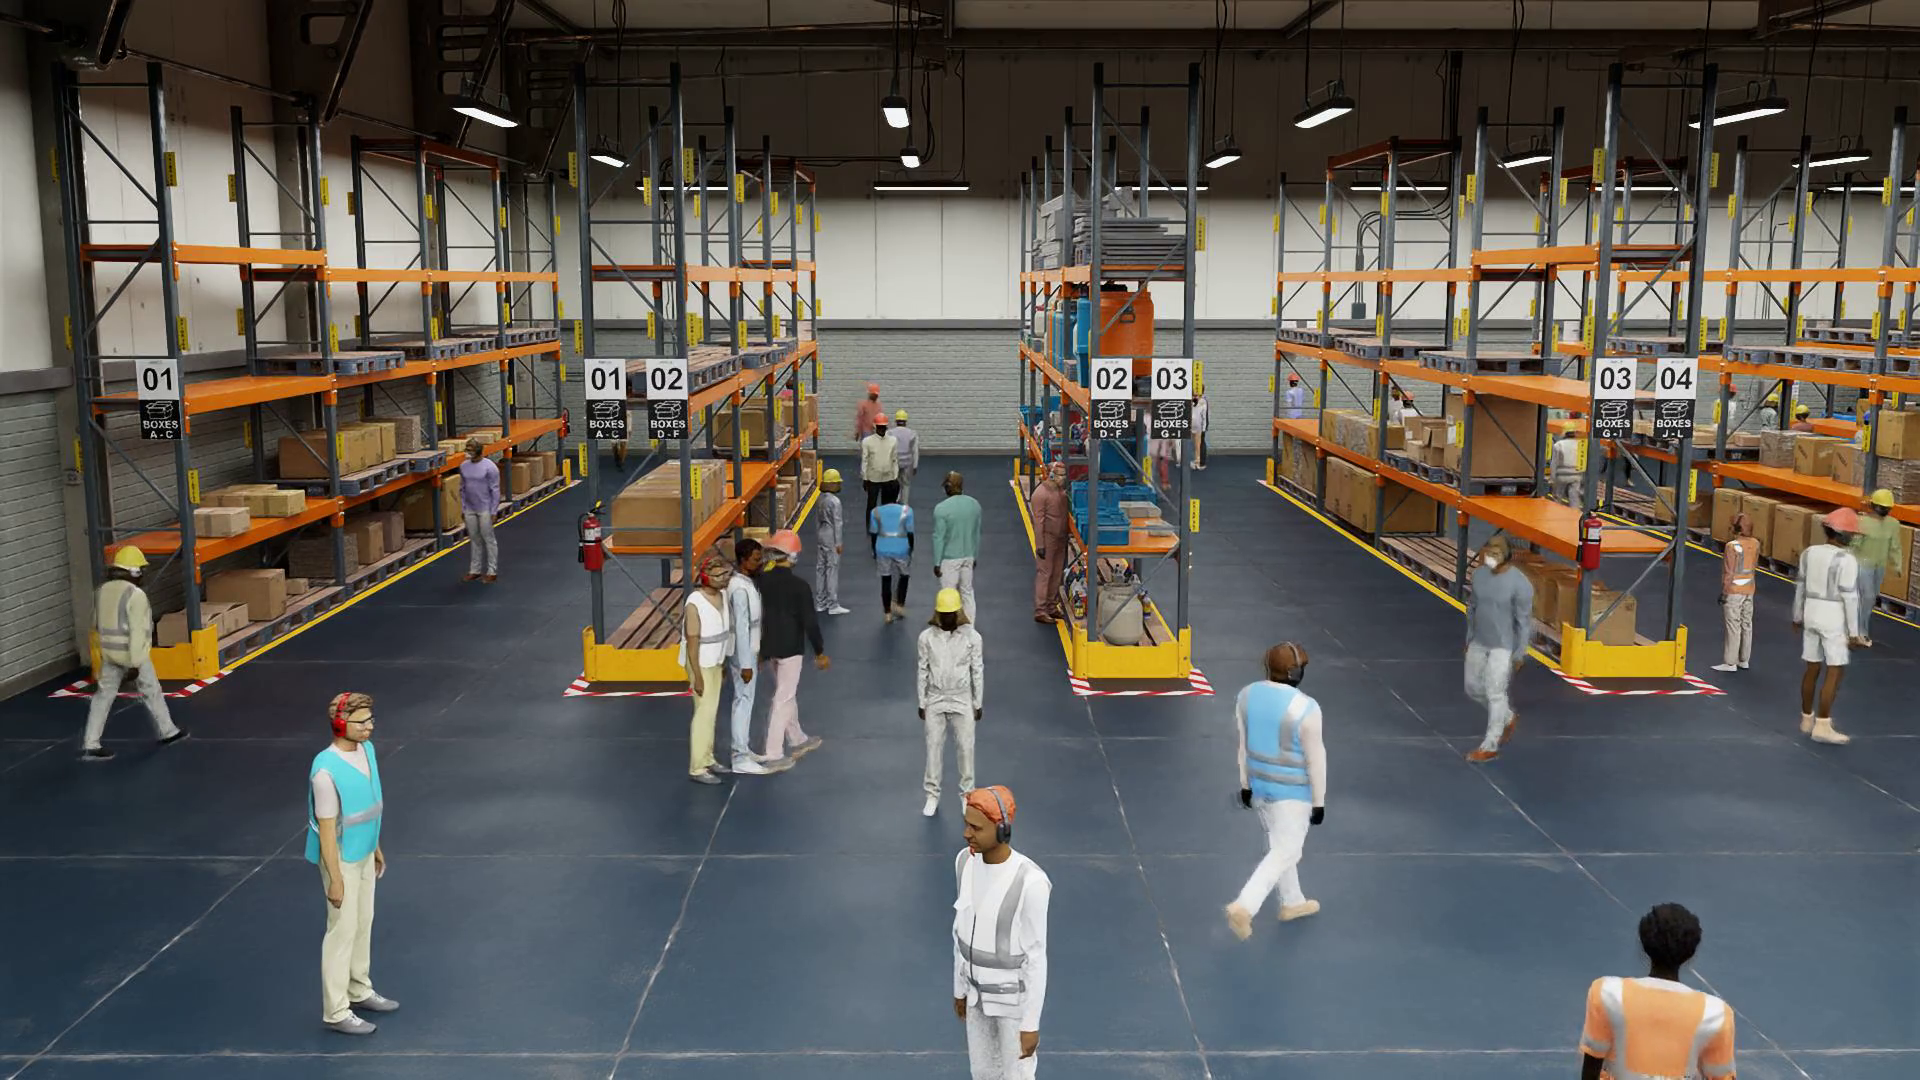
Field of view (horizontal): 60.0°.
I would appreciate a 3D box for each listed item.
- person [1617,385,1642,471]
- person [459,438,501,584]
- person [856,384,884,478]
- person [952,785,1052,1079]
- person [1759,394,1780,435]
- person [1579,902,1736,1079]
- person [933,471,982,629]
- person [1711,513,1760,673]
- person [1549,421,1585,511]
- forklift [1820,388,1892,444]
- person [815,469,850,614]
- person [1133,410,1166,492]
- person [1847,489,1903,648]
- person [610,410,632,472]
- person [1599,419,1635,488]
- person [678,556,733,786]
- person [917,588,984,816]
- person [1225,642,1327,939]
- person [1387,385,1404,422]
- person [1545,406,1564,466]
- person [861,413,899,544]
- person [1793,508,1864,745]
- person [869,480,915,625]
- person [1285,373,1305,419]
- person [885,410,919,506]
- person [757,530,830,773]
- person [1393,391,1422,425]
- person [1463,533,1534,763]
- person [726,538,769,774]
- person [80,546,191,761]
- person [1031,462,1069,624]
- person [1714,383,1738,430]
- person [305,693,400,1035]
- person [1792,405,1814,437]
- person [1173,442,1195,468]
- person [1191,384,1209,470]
[{"bbox_3d":[14.085,-2.368,34.939,0.546,1.867,0.323,-2,9,-14],"label":"person"},{"bbox_3d":[-6.340,-0.385,21.956,0.629,1.937,0.377,4,10,26],"label":"person"},{"bbox_3d":[-1.737,-2.164,33.403,0.628,1.928,1.046,-9,12,-44],"label":"person"},{"bbox_3d":[0.161,1.957,7.092,0.356,1.879,0.576,-7,11,-37],"label":"person"},{"bbox_3d":[16.338,-2.088,33.580,0.324,1.730,0.491,0,9,-3],"label":"person"},{"bbox_3d":[2.597,2.182,6.233,0.549,1.681,0.400,3,9,20],"label":"person"},{"bbox_3d":[-0.041,0.209,18.150,0.631,1.931,0.384,-8,12,-40],"label":"person"},{"bbox_3d":[7.940,0.535,16.975,0.513,1.645,0.307,-6,11,-34],"label":"person"},{"bbox_3d":[9.565,-0.980,26.255,0.619,1.783,0.905,0,9,1],"label":"person"},{"bbox_3d":[20.072,-3.110,36.462,1.873,2.768,1.129,0,9,0],"label":"forklift"},{"bbox_3d":[-1.552,0.013,20.010,0.312,1.744,0.487,-6,11,-35],"label":"person"},{"bbox_3d":[3.381,-1.582,29.915,0.650,1.863,0.986,-3,9,-18],"label":"person"},{"bbox_3d":[9.984,0.301,18.143,0.541,1.738,0.595,-2,9,-11],"label":"person"},{"bbox_3d":[-7.147,-2.384,34.883,0.560,1.917,0.555,-1,9,-4],"label":"person"},{"bbox_3d":[12.842,-1.879,32.388,0.528,1.675,0.746,-3,9,-18],"label":"person"},{"bbox_3d":[-2.028,1.022,13.252,0.417,1.834,0.565,3,9,19],"label":"person"},{"bbox_3d":[-0.072,1.206,12.374,0.492,1.737,0.326,1,9,5],"label":"person"},{"bbox_3d":[1.931,1.516,10.135,0.849,1.814,0.635,-6,11,-35],"label":"person"},{"bbox_3d":[9.018,-2.271,34.350,0.326,1.861,0.513,-6,11,-36],"label":"person"},{"bbox_3d":[12.752,-2.384,35.891,0.593,1.607,0.337,3,9,18],"label":"person"},{"bbox_3d":[-1.213,-0.939,25.334,0.608,1.995,0.376,-4,10,-26],"label":"person"},{"bbox_3d":[7.549,0.728,14.508,0.429,2.036,0.717,-2,9,-13],"label":"person"},{"bbox_3d":[-0.780,0.130,19.421,0.549,1.676,0.564,1,9,8],"label":"person"},{"bbox_3d":[7.505,-2.795,37.456,0.550,1.935,0.376,-6,11,-36],"label":"person"},{"bbox_3d":[-0.999,-1.296,28.196,0.618,1.816,0.422,-1,9,-9],"label":"person"},{"bbox_3d":[-1.347,0.888,13.667,0.638,1.960,0.826,7,11,39],"label":"person"},{"bbox_3d":[8.395,-1.828,31.276,0.543,1.929,0.387,1,9,5],"label":"person"},{"bbox_3d":[4.477,0.888,13.803,0.564,1.928,0.646,-5,10,-27],"label":"person"},{"bbox_3d":[-1.755,0.933,13.535,0.375,1.916,0.598,-1,9,-6],"label":"person"},{"bbox_3d":[-6.998,0.942,13.950,0.572,1.783,0.956,4,10,26],"label":"person"},{"bbox_3d":[1.091,0.025,19.473,0.401,1.894,0.654,6,11,34],"label":"person"},{"bbox_3d":[15.706,-2.261,34.113,0.455,1.913,0.537,-4,10,-24],"label":"person"},{"bbox_3d":[-3.265,1.705,8.851,0.387,1.837,0.560,0,9,2],"label":"person"},{"bbox_3d":[15.158,-1.553,30.015,0.526,1.768,0.331,-4,10,-25],"label":"person"},{"bbox_3d":[4.754,-2.483,35.594,0.817,1.883,0.617,-5,10,-31],"label":"person"},{"bbox_3d":[5.099,-2.405,35.272,0.342,1.839,0.503,2,9,14],"label":"person"}]
